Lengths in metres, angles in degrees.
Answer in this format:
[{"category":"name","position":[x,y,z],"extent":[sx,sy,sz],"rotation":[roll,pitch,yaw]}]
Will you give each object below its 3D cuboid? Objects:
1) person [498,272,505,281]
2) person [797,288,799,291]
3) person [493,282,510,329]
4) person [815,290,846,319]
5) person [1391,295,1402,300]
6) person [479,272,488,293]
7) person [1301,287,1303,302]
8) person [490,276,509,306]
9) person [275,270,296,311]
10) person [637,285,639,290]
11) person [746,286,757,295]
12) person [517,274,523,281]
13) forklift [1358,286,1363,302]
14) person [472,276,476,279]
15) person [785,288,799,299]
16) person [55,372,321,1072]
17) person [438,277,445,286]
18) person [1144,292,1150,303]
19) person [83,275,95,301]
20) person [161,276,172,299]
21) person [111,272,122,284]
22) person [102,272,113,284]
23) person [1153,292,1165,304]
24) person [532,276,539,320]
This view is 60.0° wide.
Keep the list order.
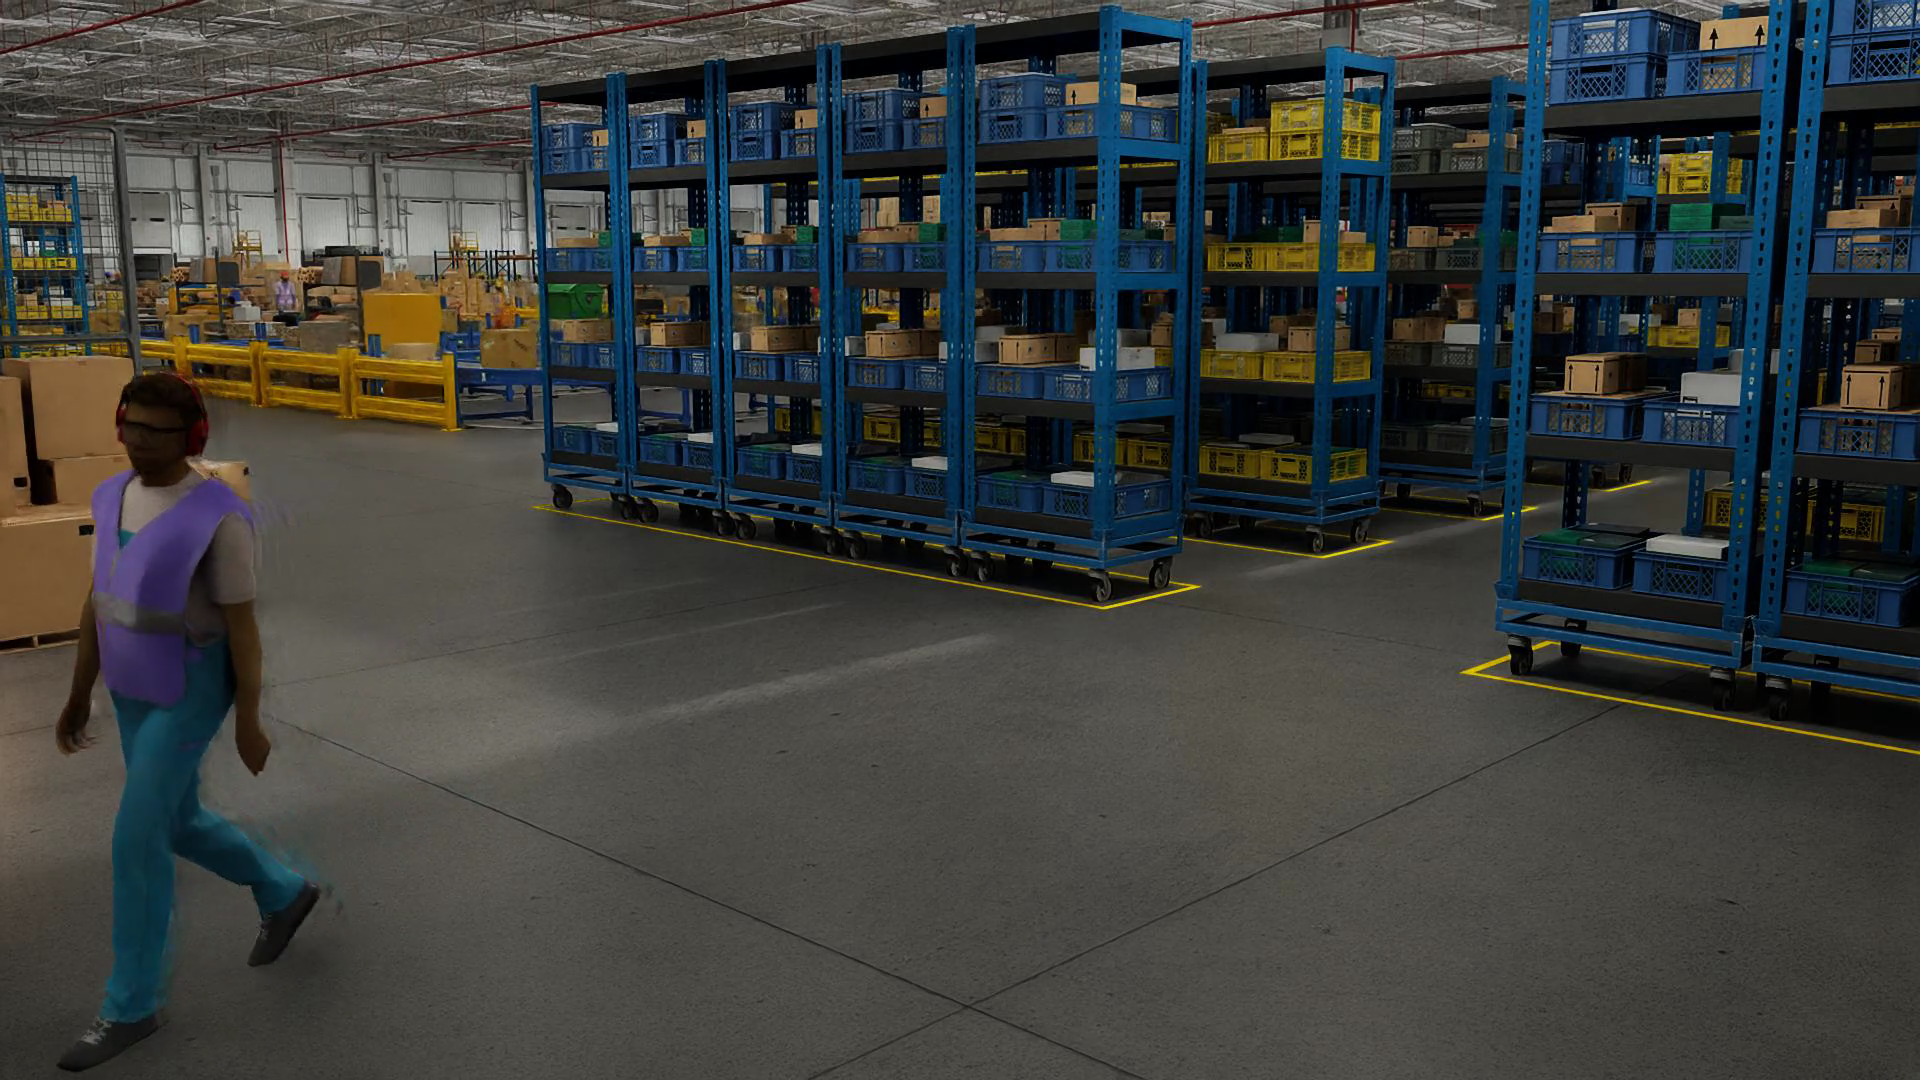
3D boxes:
[{"category":"person","position":[-25.868,-14.128,93.641],"extent":[0.565,1.881,1.012],"rotation":[2,9,11]},{"category":"person","position":[-6.133,-9.475,64.604],"extent":[0.716,2.000,0.713],"rotation":[-5,10,-26]},{"category":"person","position":[-12.218,-6.018,44.380],"extent":[0.818,1.718,0.532],"rotation":[1,9,8]},{"category":"person","position":[-1.528,-2.273,21.139],"extent":[0.612,1.811,0.640],"rotation":[6,11,35]},{"category":"person","position":[12.572,-6.502,47.677],"extent":[0.501,1.622,0.574],"rotation":[-4,10,-23]},{"category":"person","position":[-21.634,-11.235,75.804],"extent":[0.605,1.906,0.598],"rotation":[-5,11,-28]},{"category":"person","position":[10.337,-6.985,49.649],"extent":[0.373,1.941,0.627],"rotation":[4,10,25]},{"category":"person","position":[-16.371,-8.448,59.035],"extent":[0.665,1.815,0.425],"rotation":[-3,10,-16]},{"category":"person","position":[-21.354,-7.526,52.672],"extent":[0.620,2.030,0.496],"rotation":[-5,10,-27]},{"category":"person","position":[-20.728,-16.249,107.407],"extent":[0.519,1.624,0.375],"rotation":[6,11,34]},{"category":"person","position":[-9.147,-10.858,73.403],"extent":[0.548,1.936,0.378],"rotation":[-1,9,-4]},{"category":"person","position":[-22.563,-12.803,85.746],"extent":[0.776,1.807,0.520],"rotation":[0,9,-2]},{"category":"forklift","position":[11.100,-7.017,46.970],"extent":[1.873,2.768,1.129],"rotation":[9,13,43]},{"category":"person","position":[-23.030,-11.743,79.394],"extent":[0.489,1.746,0.546],"rotation":[-8,12,-42]},{"category":"person","position":[-4.700,-6.355,46.598],"extent":[0.657,1.671,0.530],"rotation":[8,12,41]},{"category":"person","position":[-2.162,0.433,4.595],"extent":[0.570,1.799,0.874],"rotation":[6,11,34]},{"category":"person","position":[-25.114,-11.959,80.950],"extent":[0.557,1.660,0.793],"rotation":[-5,11,-30]},{"category":"person","position":[7.031,-9.023,62.881],"extent":[0.321,1.697,0.529],"rotation":[1,9,5]},{"category":"person","position":[-29.661,-8.085,56.619],"extent":[0.317,1.865,0.523],"rotation":[2,10,13]},{"category":"person","position":[-36.256,-11.179,75.963],"extent":[0.321,1.742,0.492],"rotation":[7,12,38]},{"category":"person","position":[-33.204,-9.583,65.488],"extent":[0.700,1.970,0.639],"rotation":[3,10,18]},{"category":"person","position":[-38.284,-11.095,74.820],"extent":[0.389,1.947,0.615],"rotation":[4,10,21]},{"category":"person","position":[7.679,-9.311,64.059],"extent":[0.448,1.892,0.646],"rotation":[7,11,36]},{"category":"person","position":[-14.952,-8.480,59.176],"extent":[0.516,1.826,0.952],"rotation":[8,12,42]}]
